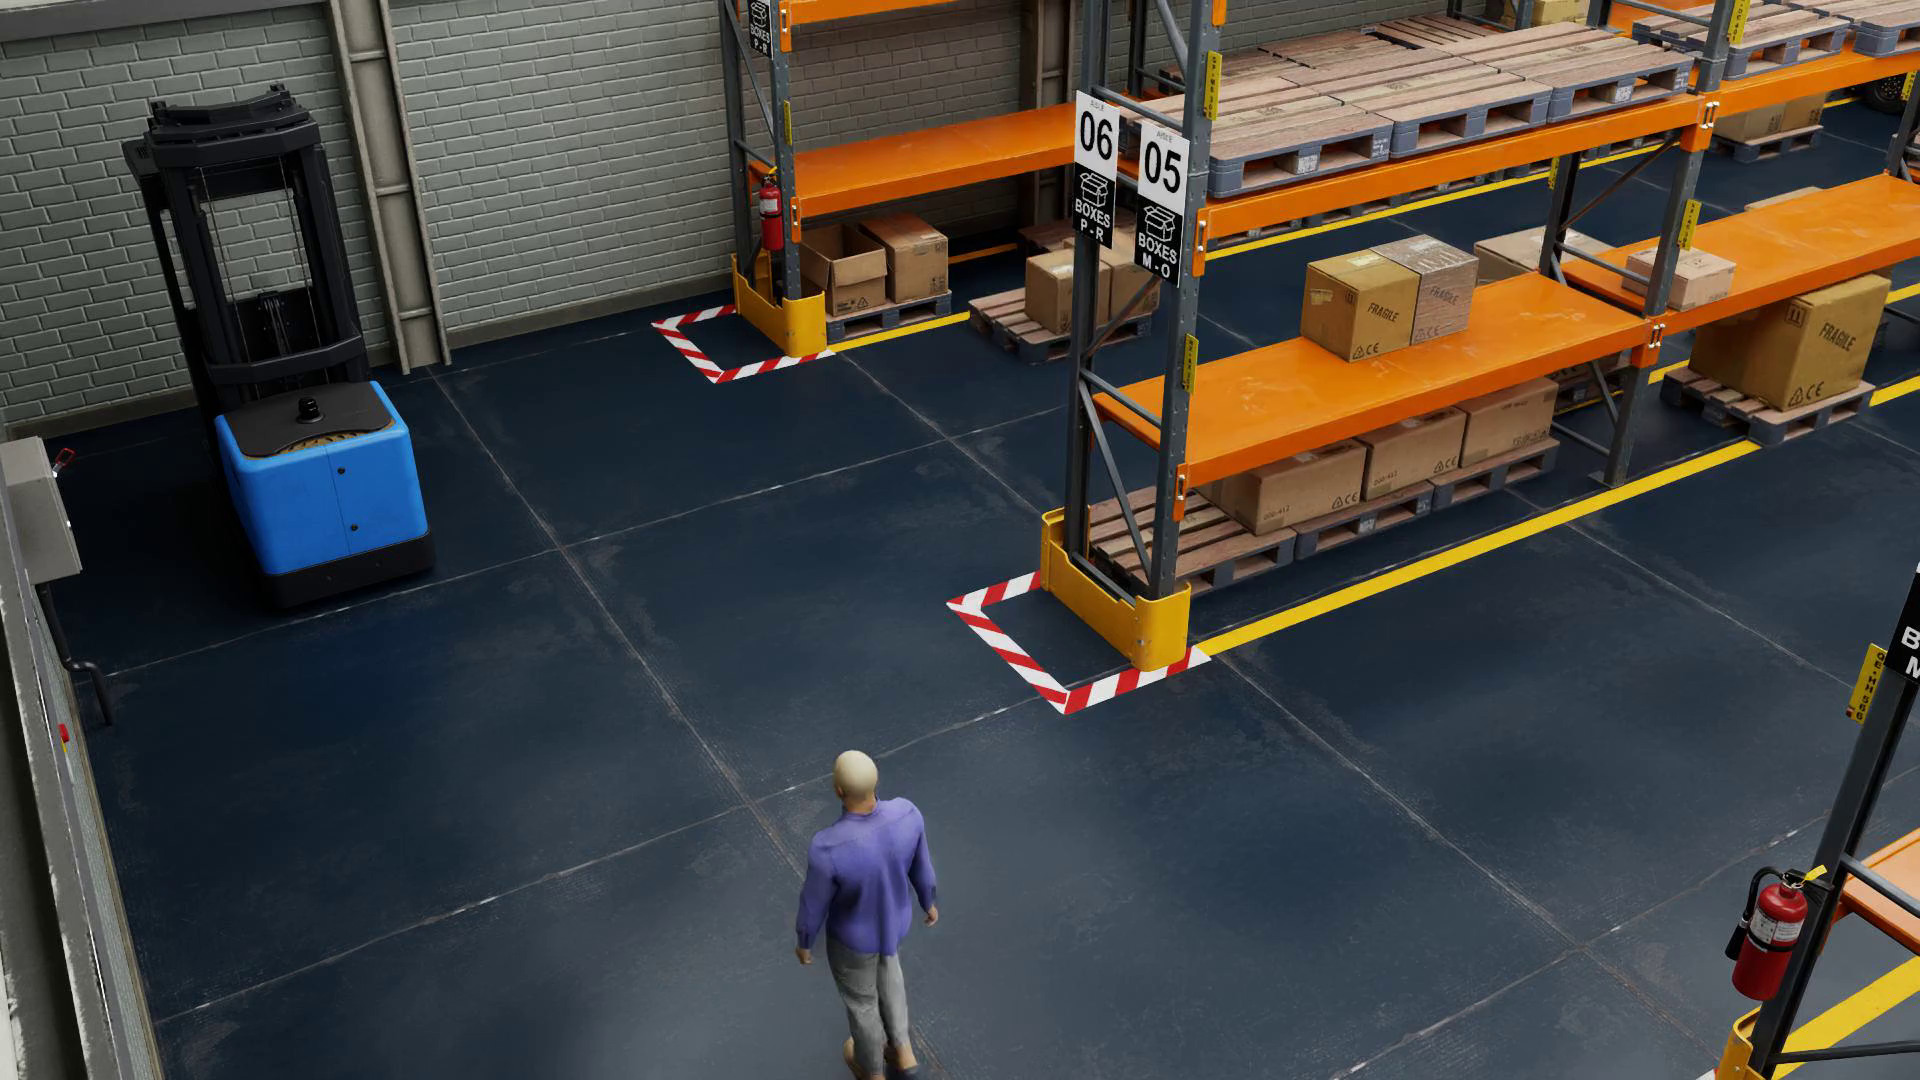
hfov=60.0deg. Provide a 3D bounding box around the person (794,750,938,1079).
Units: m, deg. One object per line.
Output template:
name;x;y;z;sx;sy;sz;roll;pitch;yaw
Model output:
person;-0.385;1.596;6.916;0.636;1.786;0.471;-19;36;-28

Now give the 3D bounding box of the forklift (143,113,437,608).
forklift;-4.289;-1.259;10.509;1.129;2.768;1.873;-17;36;-26

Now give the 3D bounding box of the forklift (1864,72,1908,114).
forklift;11.468;-5.645;18.244;1.214;2.155;2.313;-17;36;-26
